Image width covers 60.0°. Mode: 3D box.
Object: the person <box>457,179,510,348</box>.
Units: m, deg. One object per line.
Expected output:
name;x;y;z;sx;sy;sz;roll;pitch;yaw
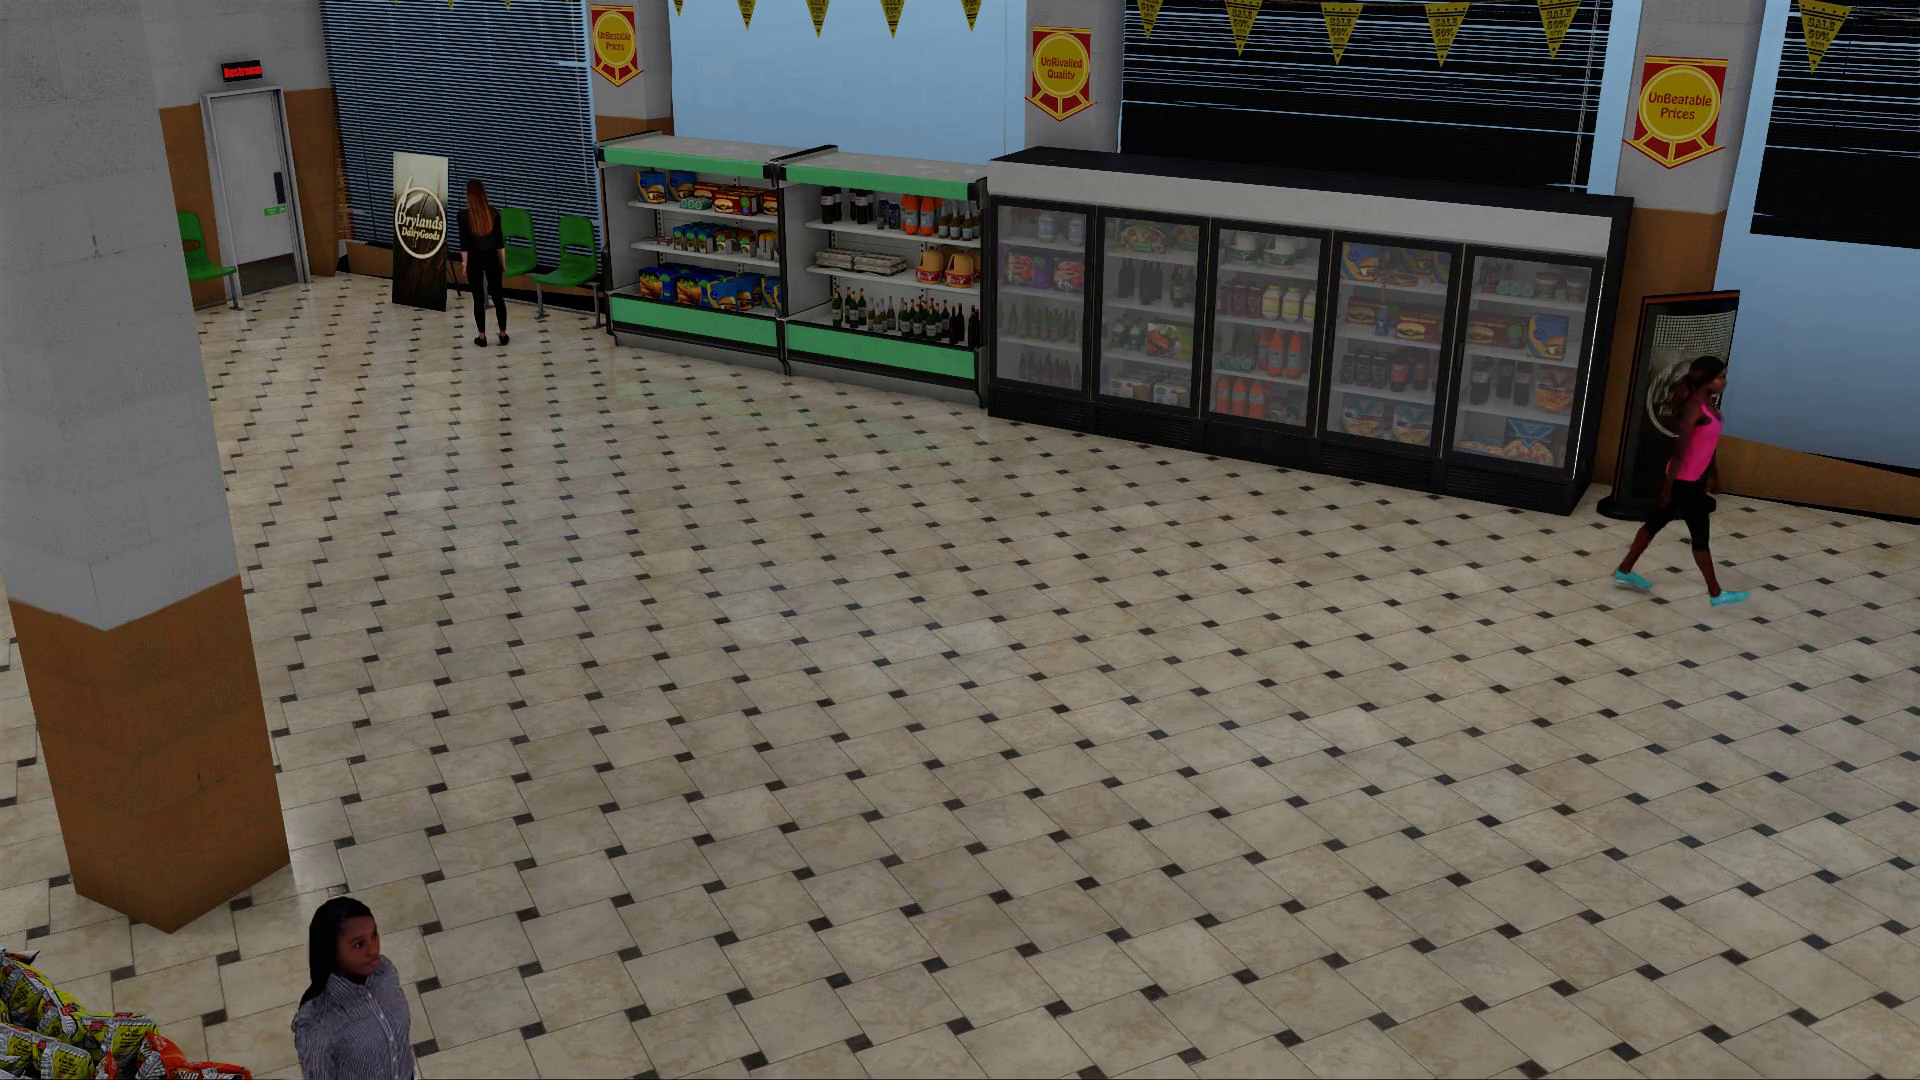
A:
person;-4.902;-2.852;17.112;0.676;1.713;0.703;-10;24;-22

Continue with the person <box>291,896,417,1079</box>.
person;-1.953;1.891;5.326;1.077;1.698;0.571;12;25;27

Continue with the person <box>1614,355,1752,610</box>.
person;4.712;-0.390;11.042;1.104;1.669;0.654;14;26;31
